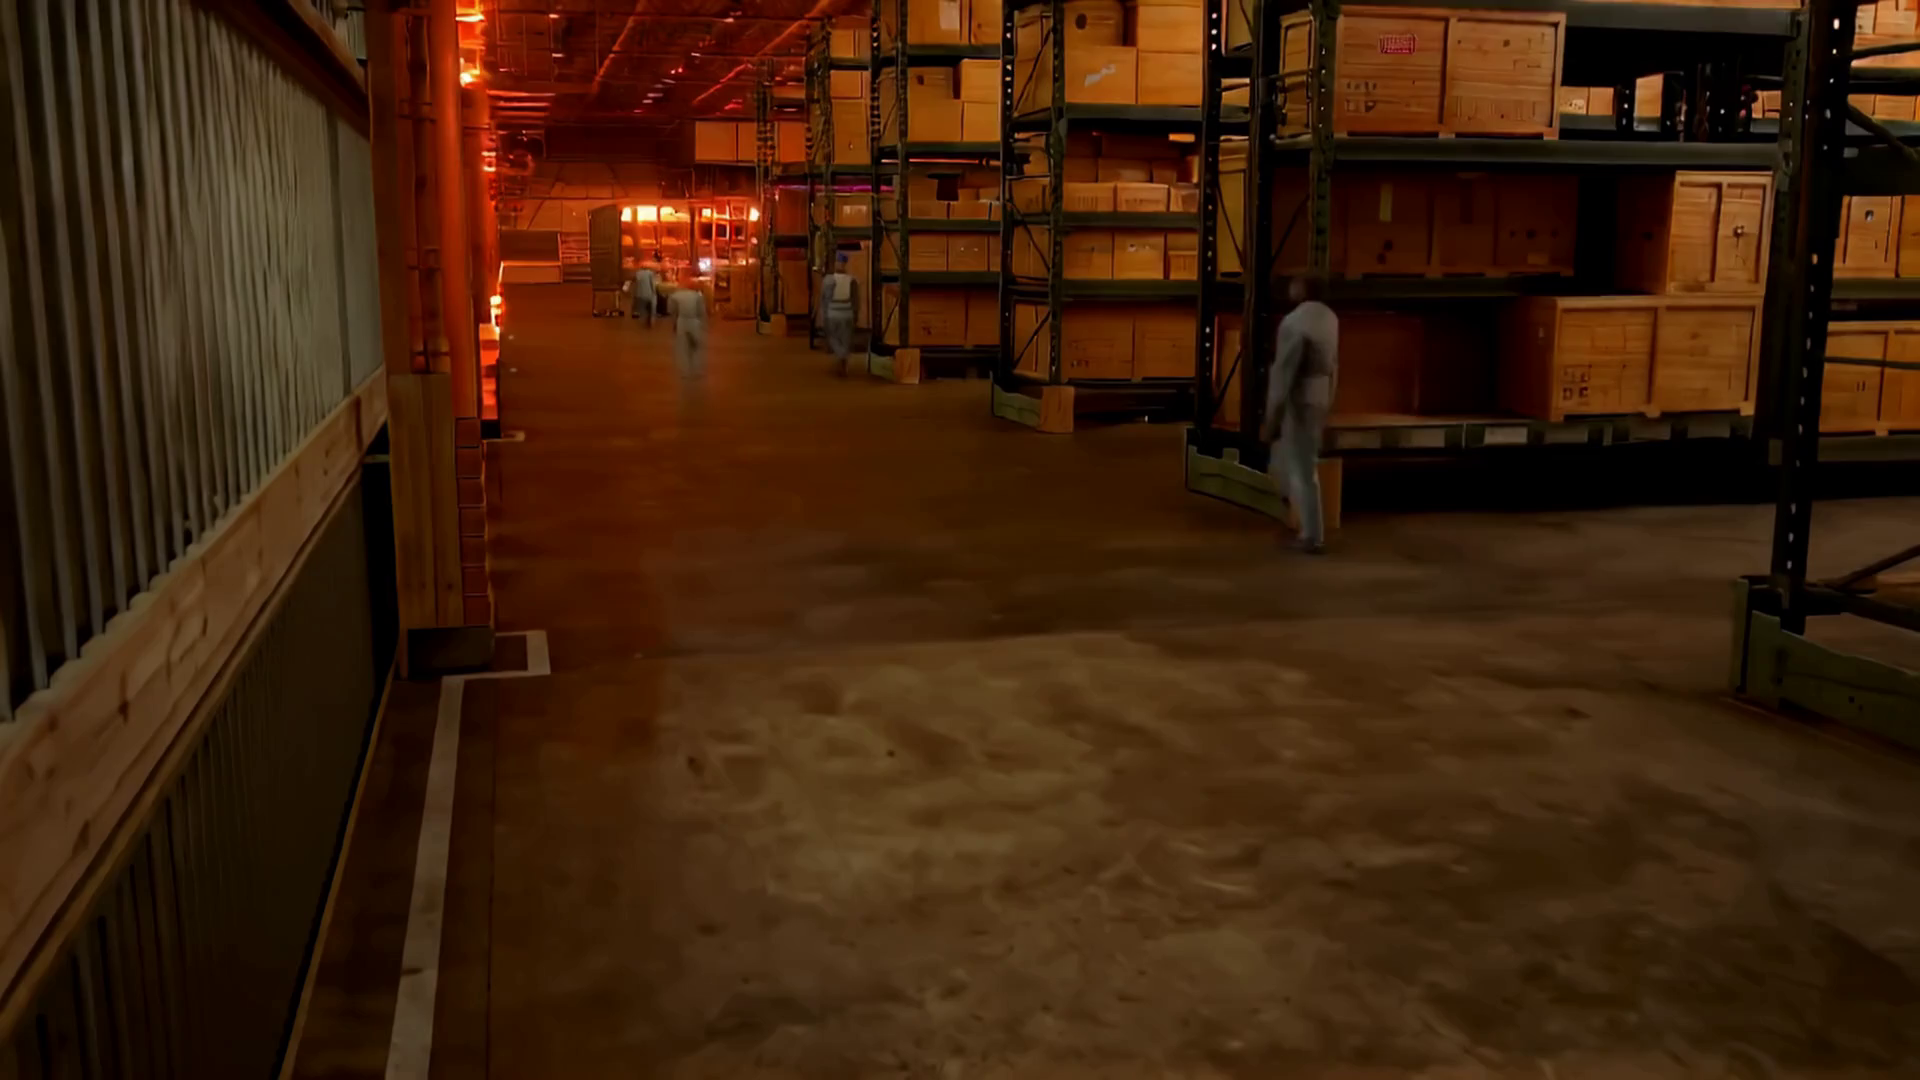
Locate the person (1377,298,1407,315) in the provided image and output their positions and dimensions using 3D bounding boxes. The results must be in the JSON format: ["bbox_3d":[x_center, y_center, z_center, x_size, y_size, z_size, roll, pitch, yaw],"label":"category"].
[{"bbox_3d":[4.044,-1.554,15.515,0.883,1.701,0.500,-4,11,-21],"label":"person"}]

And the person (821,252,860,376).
[{"bbox_3d":[-1.840,-3.497,25.843,0.616,1.933,0.644,-4,11,-20],"label":"person"}]

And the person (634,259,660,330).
[{"bbox_3d":[-7.648,-6.001,40.642,0.570,1.716,0.828,1,10,8],"label":"person"}]

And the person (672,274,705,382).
[{"bbox_3d":[-4.100,-3.209,25.181,0.517,1.597,0.846,0,10,2],"label":"person"}]

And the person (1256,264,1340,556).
[{"bbox_3d":[2.169,-0.854,10.986,0.692,1.897,0.683,8,13,38],"label":"person"}]
